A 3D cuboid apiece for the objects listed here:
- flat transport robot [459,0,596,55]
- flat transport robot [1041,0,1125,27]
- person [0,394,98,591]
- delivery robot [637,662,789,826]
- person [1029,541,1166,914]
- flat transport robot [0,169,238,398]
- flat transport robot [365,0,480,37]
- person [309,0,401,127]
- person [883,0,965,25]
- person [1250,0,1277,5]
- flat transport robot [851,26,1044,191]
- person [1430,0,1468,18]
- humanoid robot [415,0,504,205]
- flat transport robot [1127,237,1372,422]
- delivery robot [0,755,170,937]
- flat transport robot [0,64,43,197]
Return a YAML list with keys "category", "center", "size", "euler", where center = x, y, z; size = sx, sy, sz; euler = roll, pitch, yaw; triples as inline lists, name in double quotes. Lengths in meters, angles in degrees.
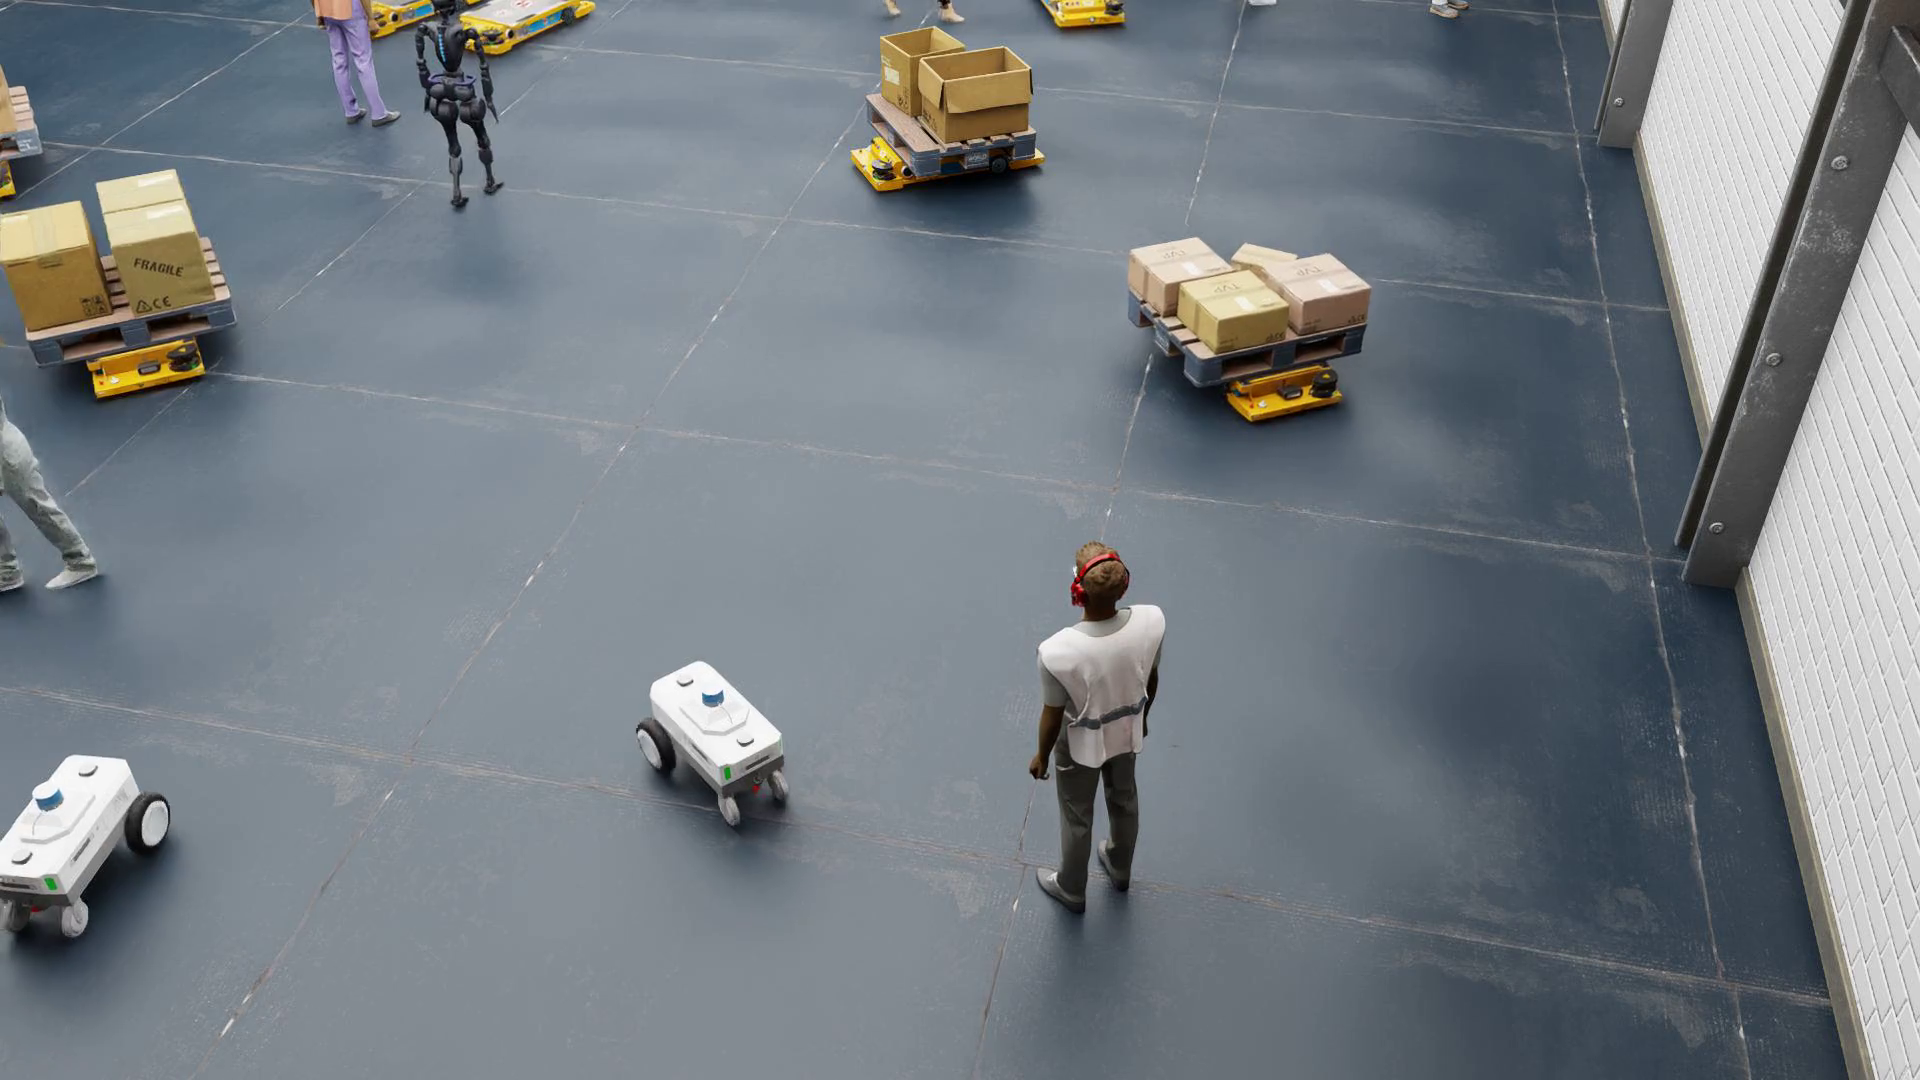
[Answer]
- category: "flat transport robot"
  center: [-4.207, -4.999, 15.909]
  size: [0.659, 0.231, 1.431]
  euler: [19, 41, 23]
- category: "flat transport robot"
  center: [1.116, -5.423, 16.475]
  size: [0.659, 0.231, 1.431]
  euler: [-8, 37, -10]
- category: "person"
  center: [-5.031, -0.395, 8.532]
  size: [0.735, 1.709, 0.507]
  euler: [-24, 43, -28]
- category: "delivery robot"
  center: [-1.141, 0.906, 7.772]
  size: [0.499, 0.600, 0.802]
  euler: [-26, 44, -30]
- category: "person"
  center: [0.556, 0.813, 6.815]
  size: [0.563, 1.844, 0.393]
  euler: [-17, 40, -21]
- category: "flat transport robot"
  center: [-5.502, -1.417, 11.115]
  size: [0.659, 0.231, 1.431]
  euler: [-17, 40, -22]
- category: "flat transport robot"
  center: [-5.356, -5.270, 16.271]
  size: [0.659, 0.231, 1.431]
  euler: [23, 43, 28]
- category: "person"
  center: [-5.073, -4.304, 13.668]
  size: [0.563, 1.837, 0.396]
  euler: [12, 38, 15]
- category: "person"
  center: [-0.359, -5.736, 15.719]
  size: [0.771, 1.668, 0.533]
  euler: [20, 41, 24]
- category: "person"
  center: [2.964, -6.042, 16.103]
  size: [0.454, 1.696, 0.549]
  euler: [7, 37, 10]
- category: "flat transport robot"
  center: [-0.099, -3.120, 13.393]
  size: [1.431, 0.231, 0.659]
  euler: [-13, 39, -17]
- category: "person"
  center: [4.807, -5.983, 15.876]
  size: [0.351, 1.884, 0.581]
  euler: [21, 42, 26]
- category: "humanoid robot"
  center: [-3.803, -3.354, 12.558]
  size: [0.592, 1.649, 0.572]
  euler: [4, 37, 5]
- category: "flat transport robot"
  center: [1.842, -1.253, 10.895]
  size: [0.659, 0.231, 1.431]
  euler: [-13, 39, -17]
- category: "delivery robot"
  center: [-3.885, 1.298, 7.235]
  size: [0.499, 0.586, 0.765]
  euler: [4, 37, 5]
- category: "flat transport robot"
  center: [-7.982, -3.036, 13.281]
  size: [0.659, 0.231, 1.431]
  euler: [-18, 40, -22]
